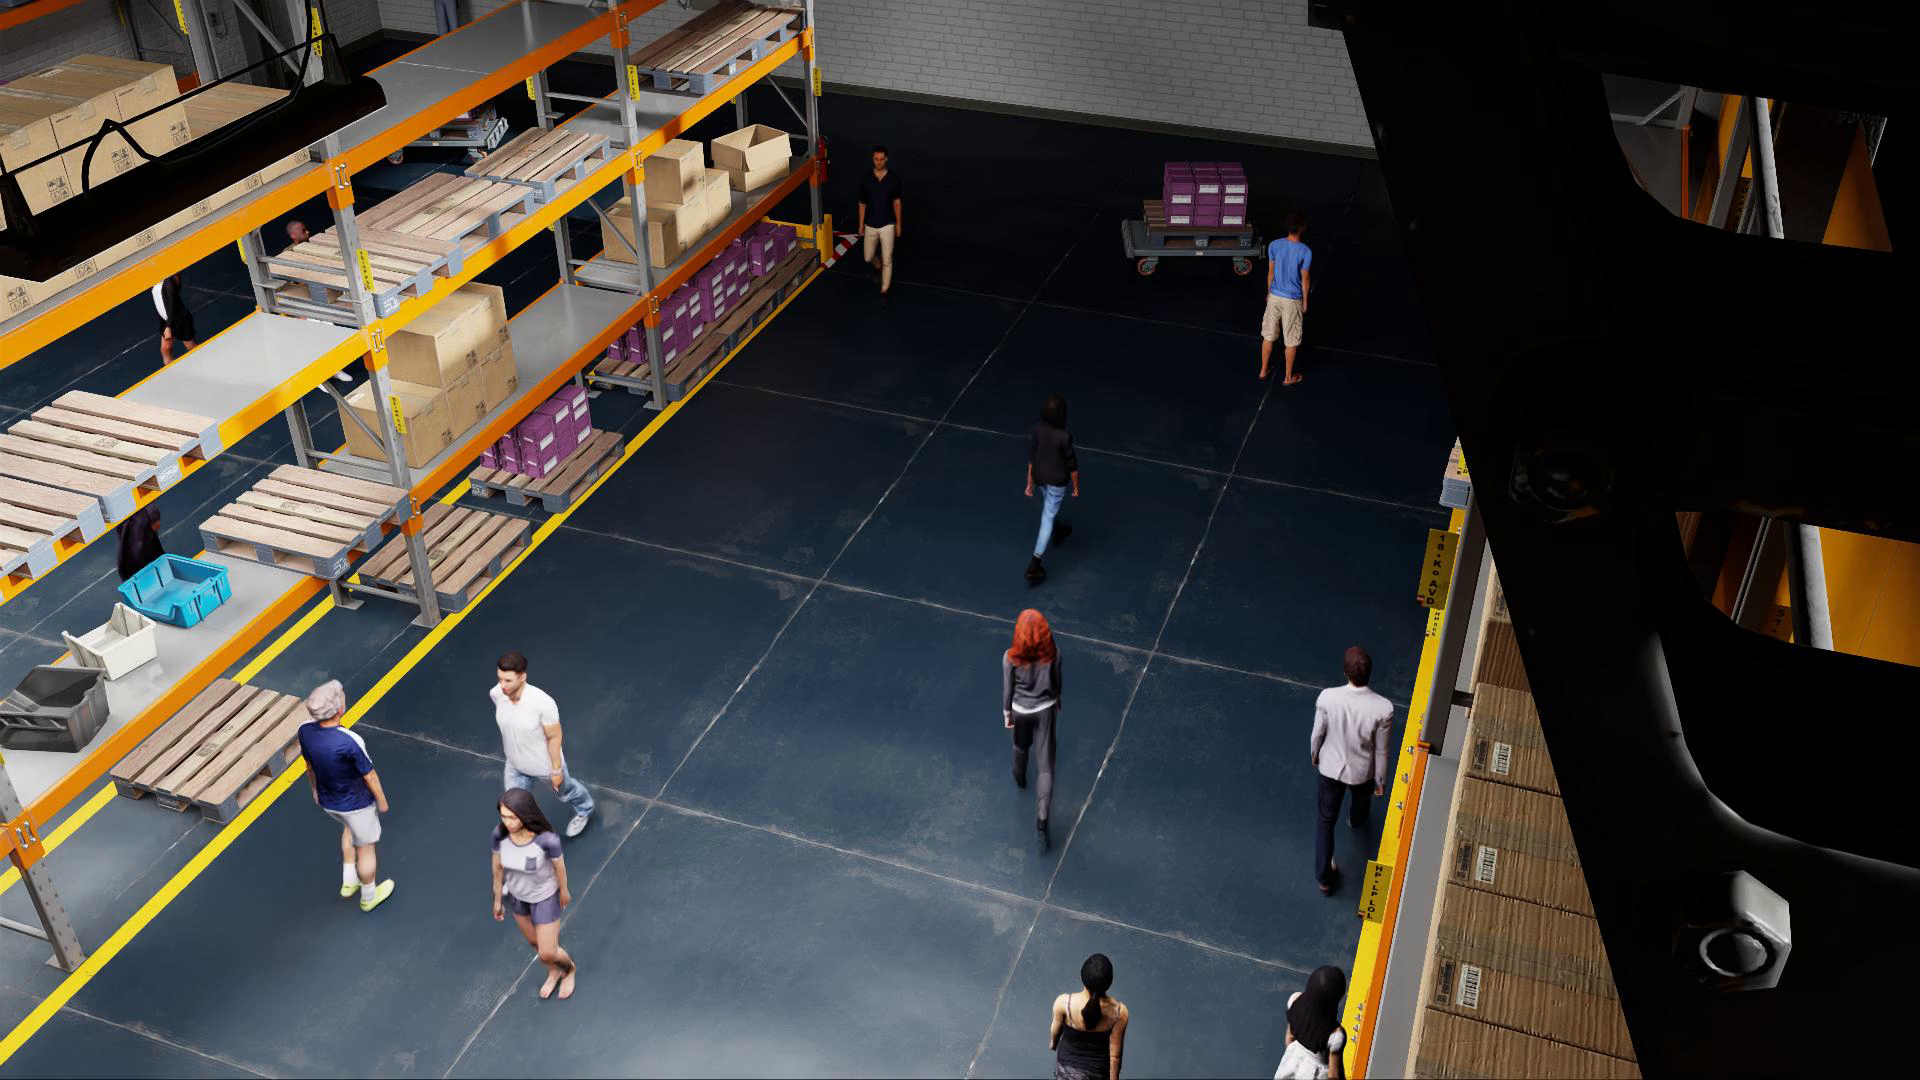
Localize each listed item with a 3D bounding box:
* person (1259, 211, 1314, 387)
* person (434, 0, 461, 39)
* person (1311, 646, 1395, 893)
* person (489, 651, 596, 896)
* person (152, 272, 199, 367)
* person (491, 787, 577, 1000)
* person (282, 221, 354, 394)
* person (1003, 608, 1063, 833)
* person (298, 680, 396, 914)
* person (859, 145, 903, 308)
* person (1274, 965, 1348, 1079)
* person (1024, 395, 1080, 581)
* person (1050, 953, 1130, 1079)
[{"bbox_3d":[3.377,-2.507,17.212,0.702,1.863,0.642,21,39,29],"label":"person"},{"bbox_3d":[-8.151,-8.503,26.303,0.594,1.785,0.515,7,34,10],"label":"person"},{"bbox_3d":[2.564,1.580,11.118,0.694,1.801,1.135,12,35,17],"label":"person"},{"bbox_3d":[-2.831,1.449,11.309,0.665,1.808,1.196,12,36,18],"label":"person"},{"bbox_3d":[-8.019,-2.288,17.180,0.689,1.533,0.904,23,40,31],"label":"person"},{"bbox_3d":[-2.610,2.152,10.356,0.599,1.692,0.591,10,35,15],"label":"person"},{"bbox_3d":[-6.669,-2.434,17.137,0.793,1.824,0.530,14,36,20],"label":"person"},{"bbox_3d":[0.532,1.265,11.636,0.878,1.753,1.185,-1,34,-2],"label":"person"},{"bbox_3d":[-4.058,1.735,10.864,0.637,1.825,0.592,11,35,16],"label":"person"},{"bbox_3d":[-0.905,-3.614,18.890,0.802,1.848,0.999,2,34,3],"label":"person"},{"bbox_3d":[1.895,2.974,9.051,0.822,1.769,0.783,-20,39,-27],"label":"person"},{"bbox_3d":[0.745,-0.423,14.260,0.769,1.658,1.212,20,38,27],"label":"person"},{"bbox_3d":[0.669,2.995,9.093,0.828,1.687,1.207,0,34,0],"label":"person"}]
